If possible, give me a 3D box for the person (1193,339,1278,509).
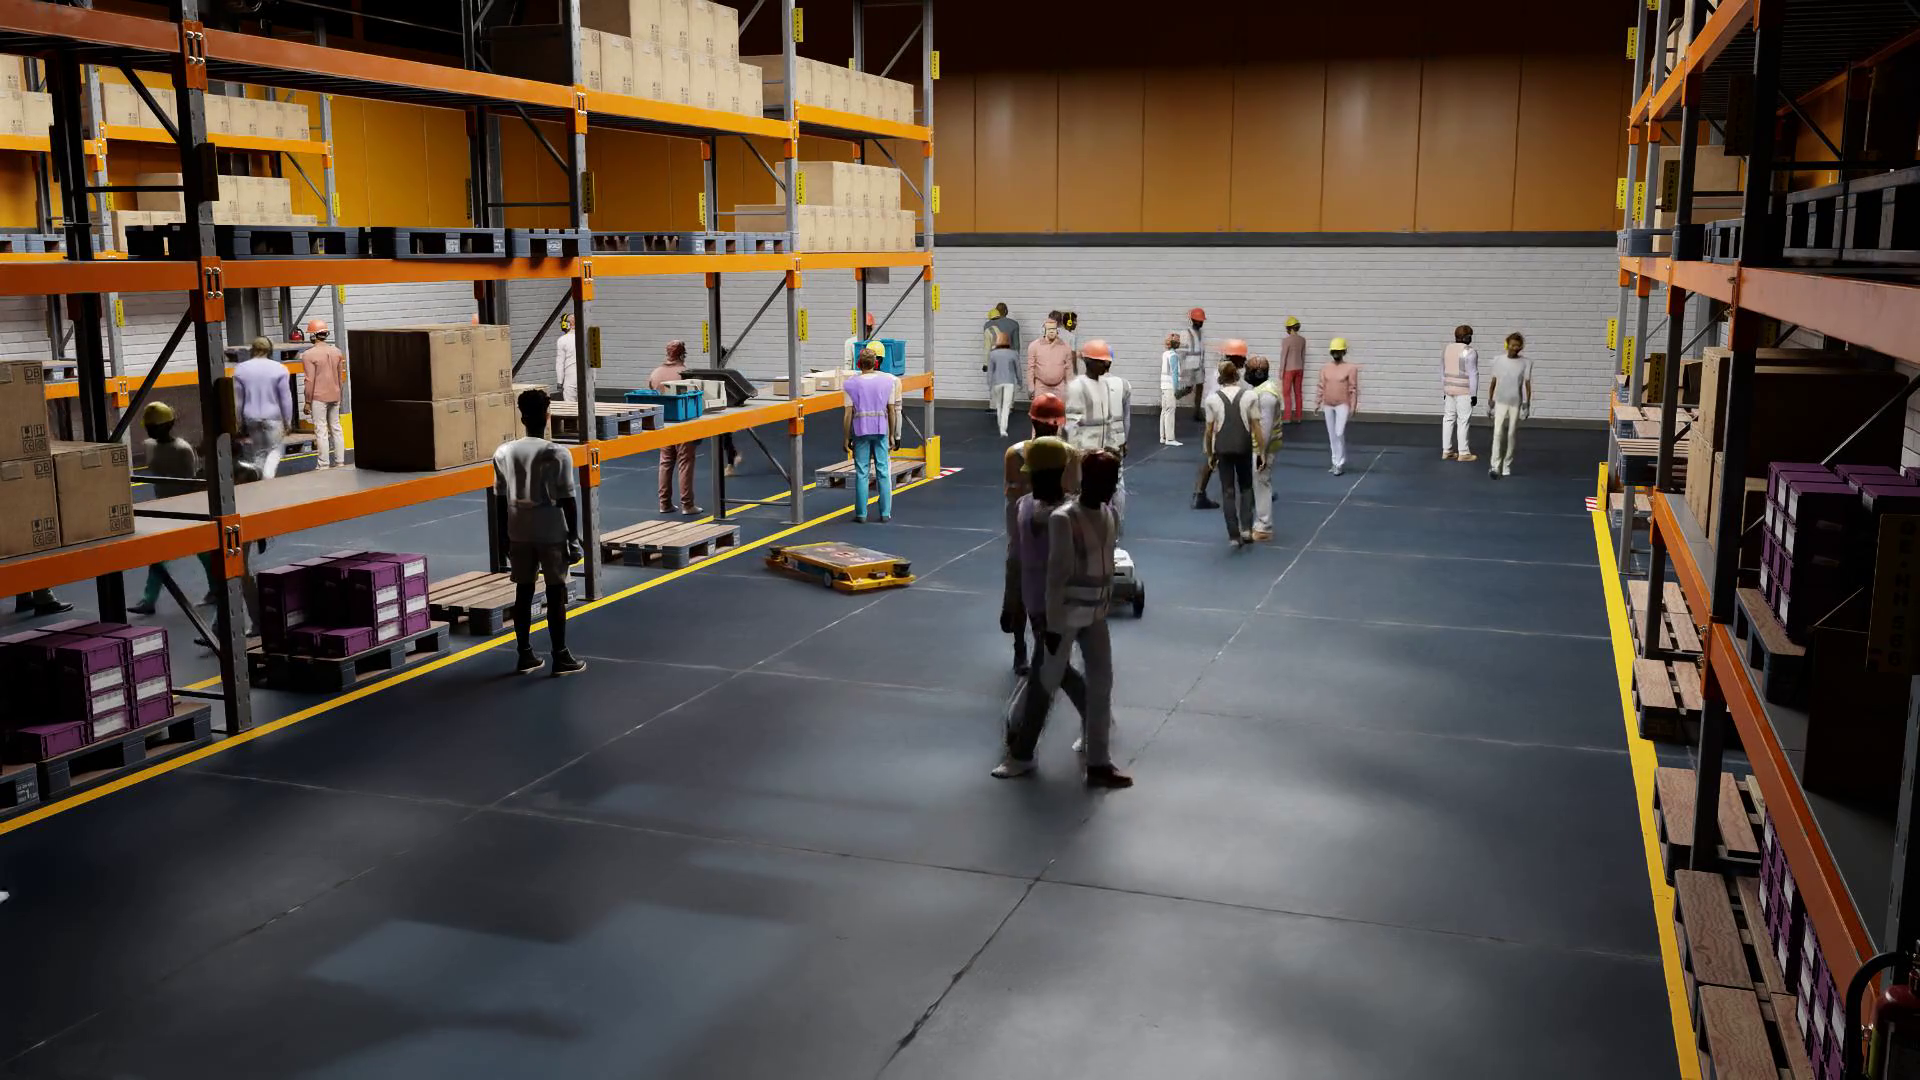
[{"bbox_3d":[3.035,-1.272,18.421,0.978,1.881,0.567,-2,10,-14],"label":"person"}]

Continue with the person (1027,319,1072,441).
[{"bbox_3d":[1.247,-2.107,23.057,0.639,1.911,0.406,-1,10,-8],"label":"person"}]

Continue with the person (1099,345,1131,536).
[{"bbox_3d":[1.430,-0.993,16.670,0.610,1.946,0.405,-6,12,-29],"label":"person"}]

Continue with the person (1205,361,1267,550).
[{"bbox_3d":[2.665,-0.822,16.102,0.599,1.804,0.558,1,10,8],"label":"person"}]

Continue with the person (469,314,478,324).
[{"bbox_3d":[-6.198,-1.957,21.935,0.580,2.023,0.645,-1,10,-7],"label":"person"}]

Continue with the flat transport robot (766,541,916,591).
[{"bbox_3d":[-1.066,0.209,14.619,0.652,0.197,1.431,-7,12,-36],"label":"flat transport robot"}]

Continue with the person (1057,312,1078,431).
[{"bbox_3d":[1.697,-2.657,26.296,0.325,1.859,0.516,-7,12,-34],"label":"person"}]

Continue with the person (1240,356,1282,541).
[{"bbox_3d":[2.969,-0.909,16.519,0.431,1.840,0.623,0,10,-1],"label":"person"}]

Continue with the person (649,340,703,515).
[{"bbox_3d":[-3.063,-1.222,18.119,0.636,1.899,0.402,6,12,30],"label":"person"}]

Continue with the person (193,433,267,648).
[{"bbox_3d":[-5.390,-0.016,12.155,0.536,1.586,0.865,3,11,18],"label":"person"}]

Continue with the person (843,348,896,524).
[{"bbox_3d":[-0.951,-1.086,17.481,0.563,1.847,0.388,-3,10,-15],"label":"person"}]

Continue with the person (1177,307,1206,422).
[{"bbox_3d":[3.790,-2.906,27.579,0.703,1.910,0.572,10,14,44],"label":"person"}]

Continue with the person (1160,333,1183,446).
[{"bbox_3d":[3.090,-2.200,24.345,0.311,1.639,0.512,-2,10,-9],"label":"person"}]

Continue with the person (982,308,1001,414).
[{"bbox_3d":[0.616,-3.102,28.885,0.592,1.828,0.404,-9,13,-41],"label":"person"}]

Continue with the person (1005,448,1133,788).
[{"bbox_3d":[0.590,0.388,9.201,0.931,1.843,0.600,10,14,44],"label":"person"}]

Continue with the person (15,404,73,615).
[{"bbox_3d":[-7.385,-0.322,13.219,0.602,1.830,0.404,6,12,32],"label":"person"}]

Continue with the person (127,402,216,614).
[{"bbox_3d":[-6.262,-0.255,13.220,0.552,1.696,0.910,3,11,19],"label":"person"}]

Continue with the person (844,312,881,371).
[{"bbox_3d":[-1.328,-2.193,23.298,0.611,1.995,0.375,-5,11,-28],"label":"person"}]

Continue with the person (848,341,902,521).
[{"bbox_3d":[-0.907,-1.146,17.630,0.587,1.920,0.384,-1,10,-8],"label":"person"}]

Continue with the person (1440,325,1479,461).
[{"bbox_3d":[6.814,-1.998,22.634,0.429,1.844,0.625,-6,12,-29],"label":"person"}]

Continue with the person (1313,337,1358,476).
[{"bbox_3d":[4.770,-1.701,21.202,0.523,1.748,0.654,8,13,39],"label":"person"}]

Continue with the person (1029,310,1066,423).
[{"bbox_3d":[1.659,-2.795,27.039,1.060,1.885,0.650,6,12,29],"label":"person"}]

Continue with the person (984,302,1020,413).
[{"bbox_3d":[0.728,-3.156,28.900,0.627,1.934,0.370,0,10,2],"label":"person"}]

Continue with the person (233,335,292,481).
[{"bbox_3d":[-7.925,-1.363,18.888,0.639,1.916,0.720,0,10,-2],"label":"person"}]

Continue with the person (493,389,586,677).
[{"bbox_3d":[-2.845,-0.044,11.277,0.613,1.965,0.361,3,11,18],"label":"person"}]

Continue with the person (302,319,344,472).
[{"bbox_3d":[-8.065,-1.794,21.051,0.382,1.994,0.613,4,11,24],"label":"person"}]

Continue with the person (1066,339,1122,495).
[{"bbox_3d":[1.279,-0.896,15.876,0.420,2.032,0.641,7,12,35],"label":"person"}]

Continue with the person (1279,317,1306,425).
[{"bbox_3d":[5.435,-2.771,27.227,0.527,1.760,0.330,-7,12,-33],"label":"person"}]

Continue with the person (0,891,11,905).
[{"bbox_3d":[-4.433,0.853,7.156,0.560,1.617,0.610,4,11,24],"label":"person"}]

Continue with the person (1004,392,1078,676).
[{"bbox_3d":[0.569,-0.043,11.359,0.544,1.935,0.361,-4,11,-22],"label":"person"}]

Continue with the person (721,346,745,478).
[{"bbox_3d":[-2.955,-1.626,20.979,0.401,1.675,0.561,-6,12,-32],"label":"person"}]

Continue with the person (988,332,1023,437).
[{"bbox_3d":[0.672,-2.382,25.506,0.509,1.592,0.859,3,10,15],"label":"person"}]

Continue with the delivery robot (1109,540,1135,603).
[{"bbox_3d":[1.209,0.237,13.406,0.477,0.478,0.707,0,10,0],"label":"delivery robot"}]

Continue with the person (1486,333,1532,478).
[{"bbox_3d":[6.875,-1.672,20.860,0.517,1.815,0.964,4,11,19],"label":"person"}]

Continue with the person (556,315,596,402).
[{"bbox_3d":[-5.707,-2.392,24.709,0.646,1.897,0.398,-9,13,-41],"label":"person"}]

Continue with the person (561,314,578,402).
[{"bbox_3d":[-6.016,-2.553,25.672,0.327,1.874,0.520,3,11,18],"label":"person"}]

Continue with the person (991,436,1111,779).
[{"bbox_3d":[0.537,0.337,9.382,0.974,1.886,0.602,-9,13,-40],"label":"person"}]
